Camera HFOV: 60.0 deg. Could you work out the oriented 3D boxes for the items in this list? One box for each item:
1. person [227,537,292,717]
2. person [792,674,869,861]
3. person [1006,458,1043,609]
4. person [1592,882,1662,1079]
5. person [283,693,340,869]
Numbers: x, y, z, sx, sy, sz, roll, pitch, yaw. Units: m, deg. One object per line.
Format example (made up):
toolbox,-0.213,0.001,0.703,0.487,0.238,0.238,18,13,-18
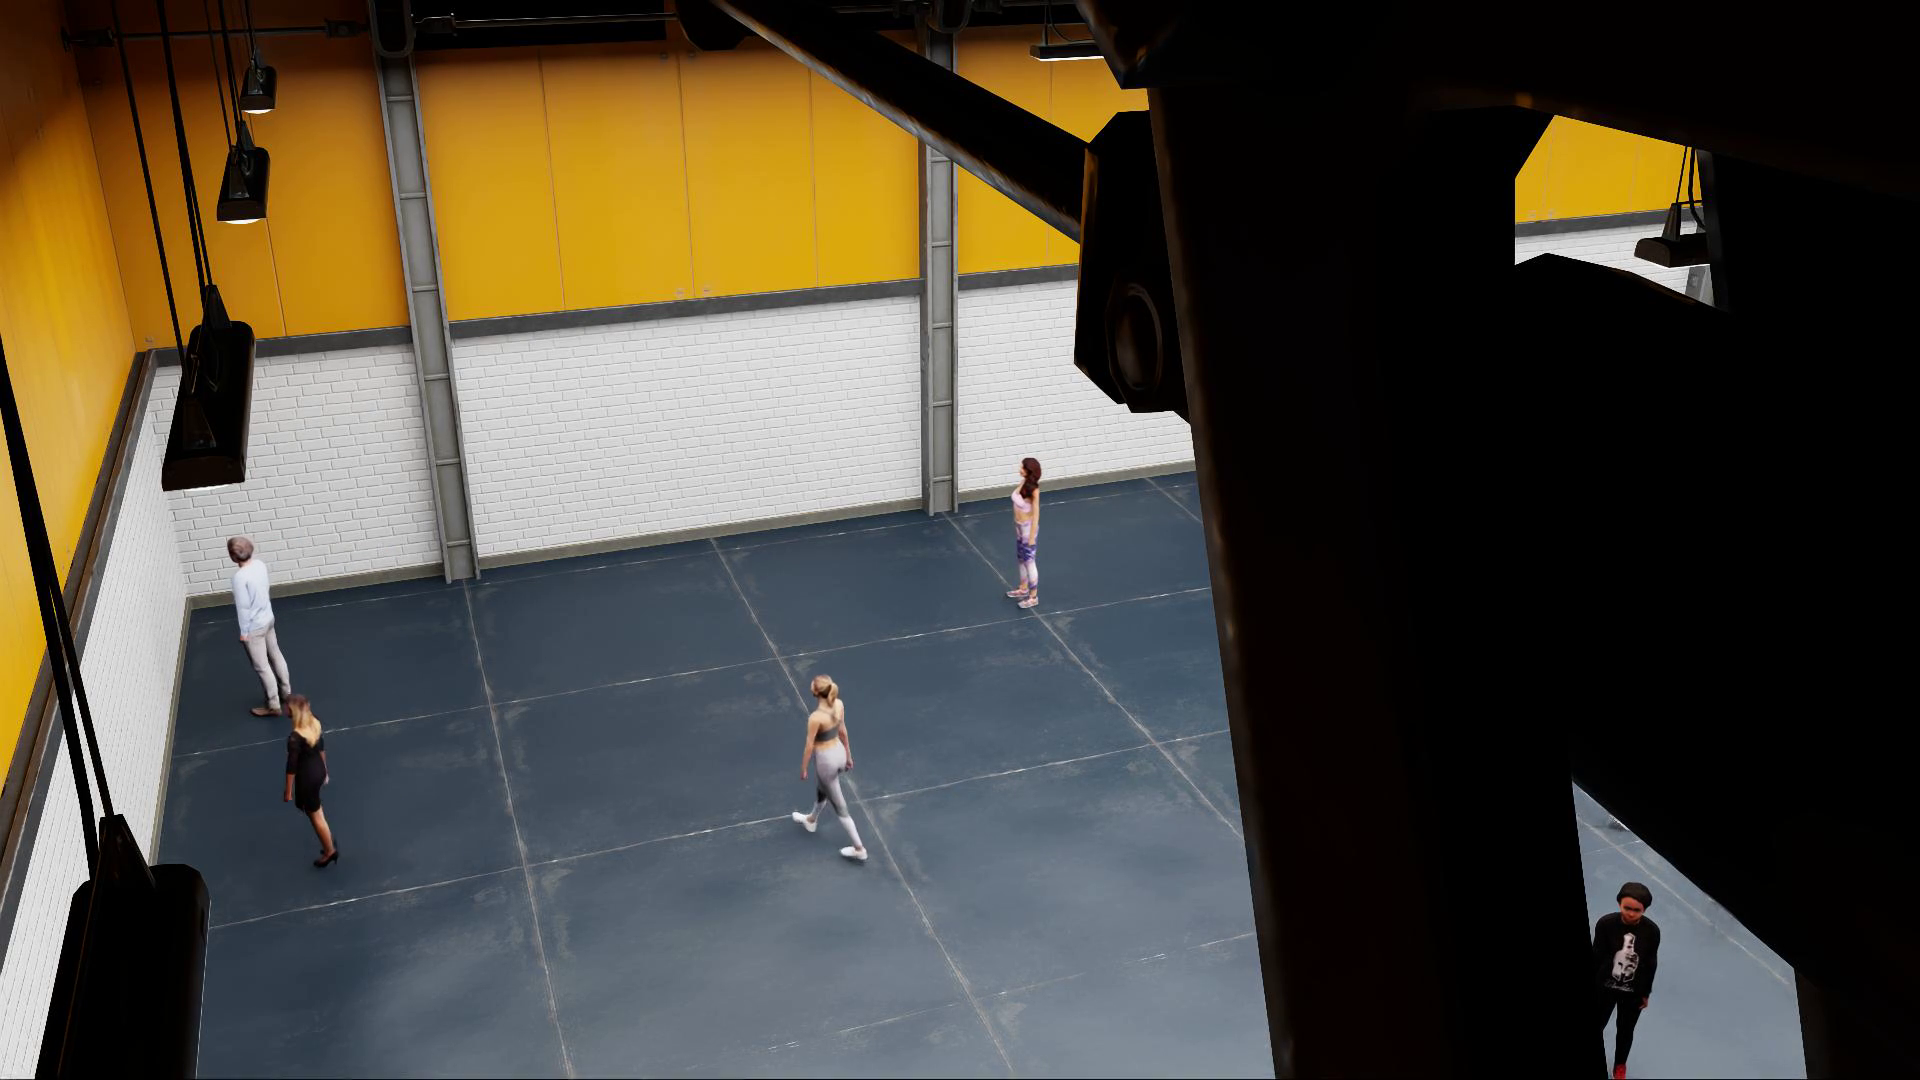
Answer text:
person,-6.935,0.834,16.421,0.734,1.890,0.751,3,24,7
person,-1.039,1.961,14.138,1.047,1.653,1.134,16,28,33
person,0.755,-0.104,18.721,0.536,1.766,0.598,-7,25,-16
person,4.578,3.081,11.545,0.650,1.677,0.731,7,25,17
person,-5.369,2.036,13.949,0.656,1.668,0.635,0,24,0
